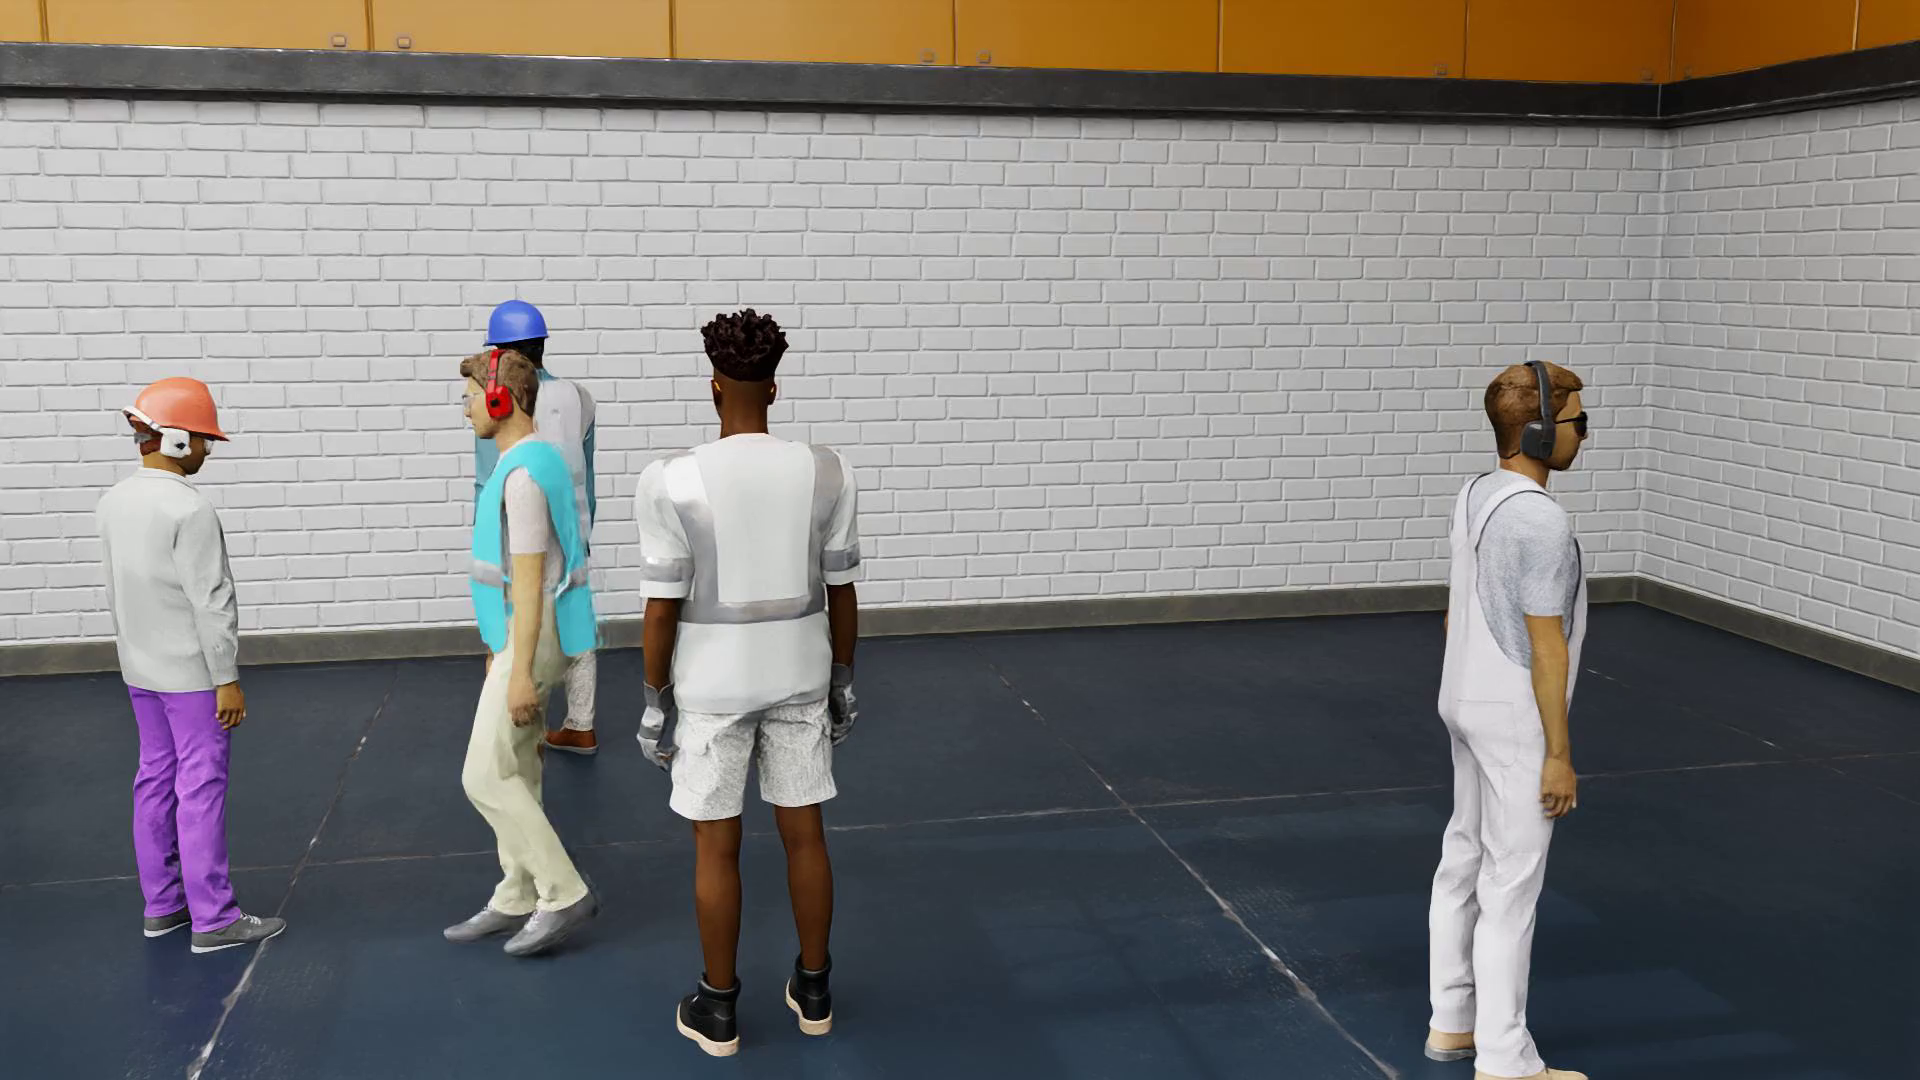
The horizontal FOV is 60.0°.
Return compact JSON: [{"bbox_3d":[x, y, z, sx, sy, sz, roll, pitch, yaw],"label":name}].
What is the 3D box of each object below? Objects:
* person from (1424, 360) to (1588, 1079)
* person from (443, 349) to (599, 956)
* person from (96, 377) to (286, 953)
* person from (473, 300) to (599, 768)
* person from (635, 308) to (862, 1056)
[{"bbox_3d":[1.380,0.477,4.159,0.346,1.847,0.506,-1,9,-8],"label":"person"},{"bbox_3d":[-1.339,0.343,5.017,0.492,1.827,0.607,-2,10,-11],"label":"person"},{"bbox_3d":[-2.358,0.377,5.083,0.563,1.742,0.338,7,11,35],"label":"person"},{"bbox_3d":[-1.763,-0.018,6.908,0.416,1.939,0.604,6,11,34],"label":"person"},{"bbox_3d":[-0.554,0.377,4.402,0.614,1.964,0.361,-4,10,-25],"label":"person"}]
